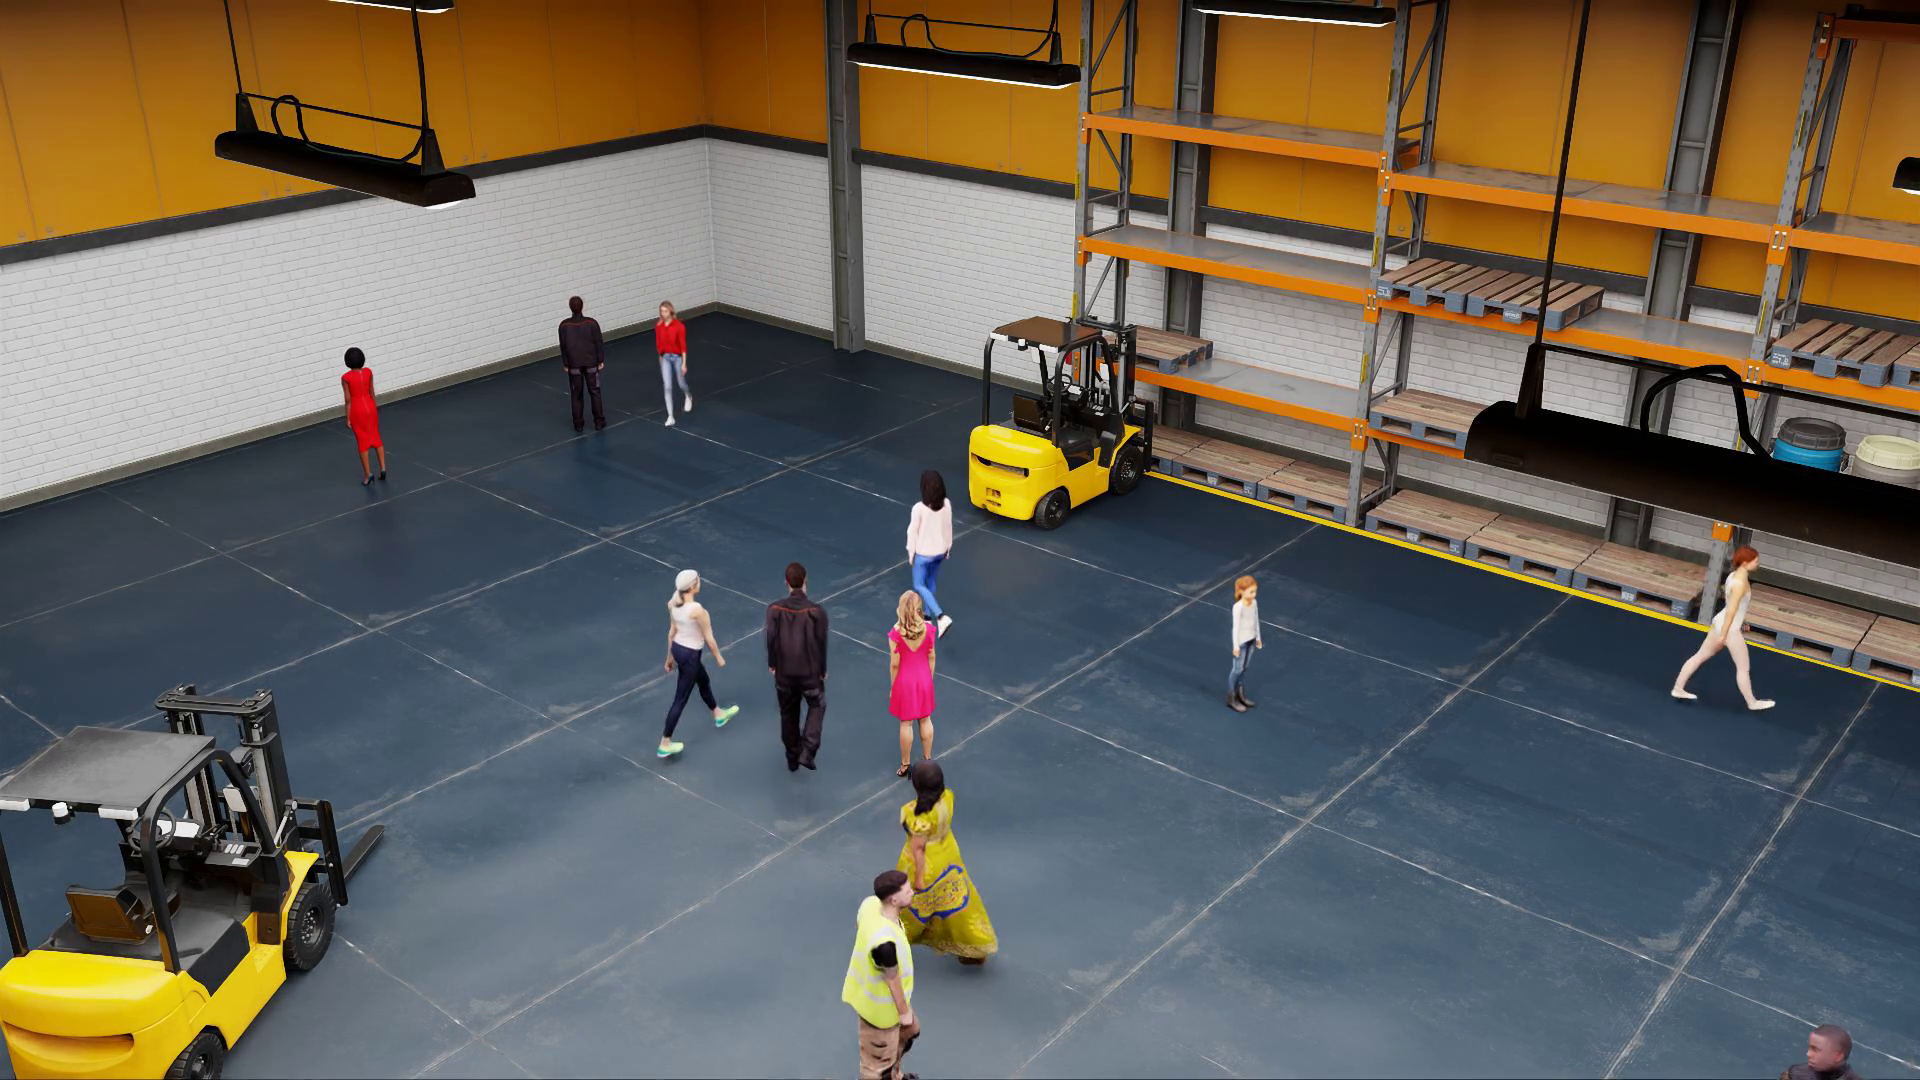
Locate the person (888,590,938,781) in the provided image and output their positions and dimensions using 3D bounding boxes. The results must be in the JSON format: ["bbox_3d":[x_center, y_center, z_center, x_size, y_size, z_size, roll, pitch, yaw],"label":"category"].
[{"bbox_3d":[-0.395,1.221,14.037,0.659,1.729,0.685,-8,25,-18],"label":"person"}]

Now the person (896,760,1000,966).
[{"bbox_3d":[-0.134,2.313,11.688,1.263,1.609,0.823,14,27,29],"label":"person"}]

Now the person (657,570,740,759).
[{"bbox_3d":[-2.411,1.109,14.398,1.137,1.644,0.719,21,31,39],"label":"person"}]

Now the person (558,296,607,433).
[{"bbox_3d":[-5.003,-2.343,22.051,0.791,1.840,0.820,-4,24,-10],"label":"person"}]

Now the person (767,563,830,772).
[{"bbox_3d":[-1.366,1.140,14.017,0.924,1.893,0.973,2,24,5],"label":"person"}]

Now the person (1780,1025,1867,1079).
[{"bbox_3d":[4.684,3.416,8.923,0.689,1.801,0.922,18,30,36],"label":"person"}]

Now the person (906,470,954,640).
[{"bbox_3d":[-0.267,0.173,16.409,0.837,1.748,1.042,-13,27,-28],"label":"person"}]

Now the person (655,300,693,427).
[{"bbox_3d":[-3.832,-2.418,22.425,1.105,1.677,1.029,4,24,8],"label":"person"}]

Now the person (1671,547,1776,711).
[{"bbox_3d":[6.889,0.820,15.132,1.147,1.586,0.880,5,24,12],"label":"person"}]

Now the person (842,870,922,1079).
[{"bbox_3d":[-0.538,2.822,10.247,0.938,1.830,0.874,-3,24,-7],"label":"person"}]

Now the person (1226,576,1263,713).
[{"bbox_3d":[2.585,0.923,15.237,0.508,1.314,0.483,21,31,39],"label":"person"}]

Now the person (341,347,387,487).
[{"bbox_3d":[-7.268,-1.512,20.271,0.490,1.743,0.566,20,30,37],"label":"person"}]
